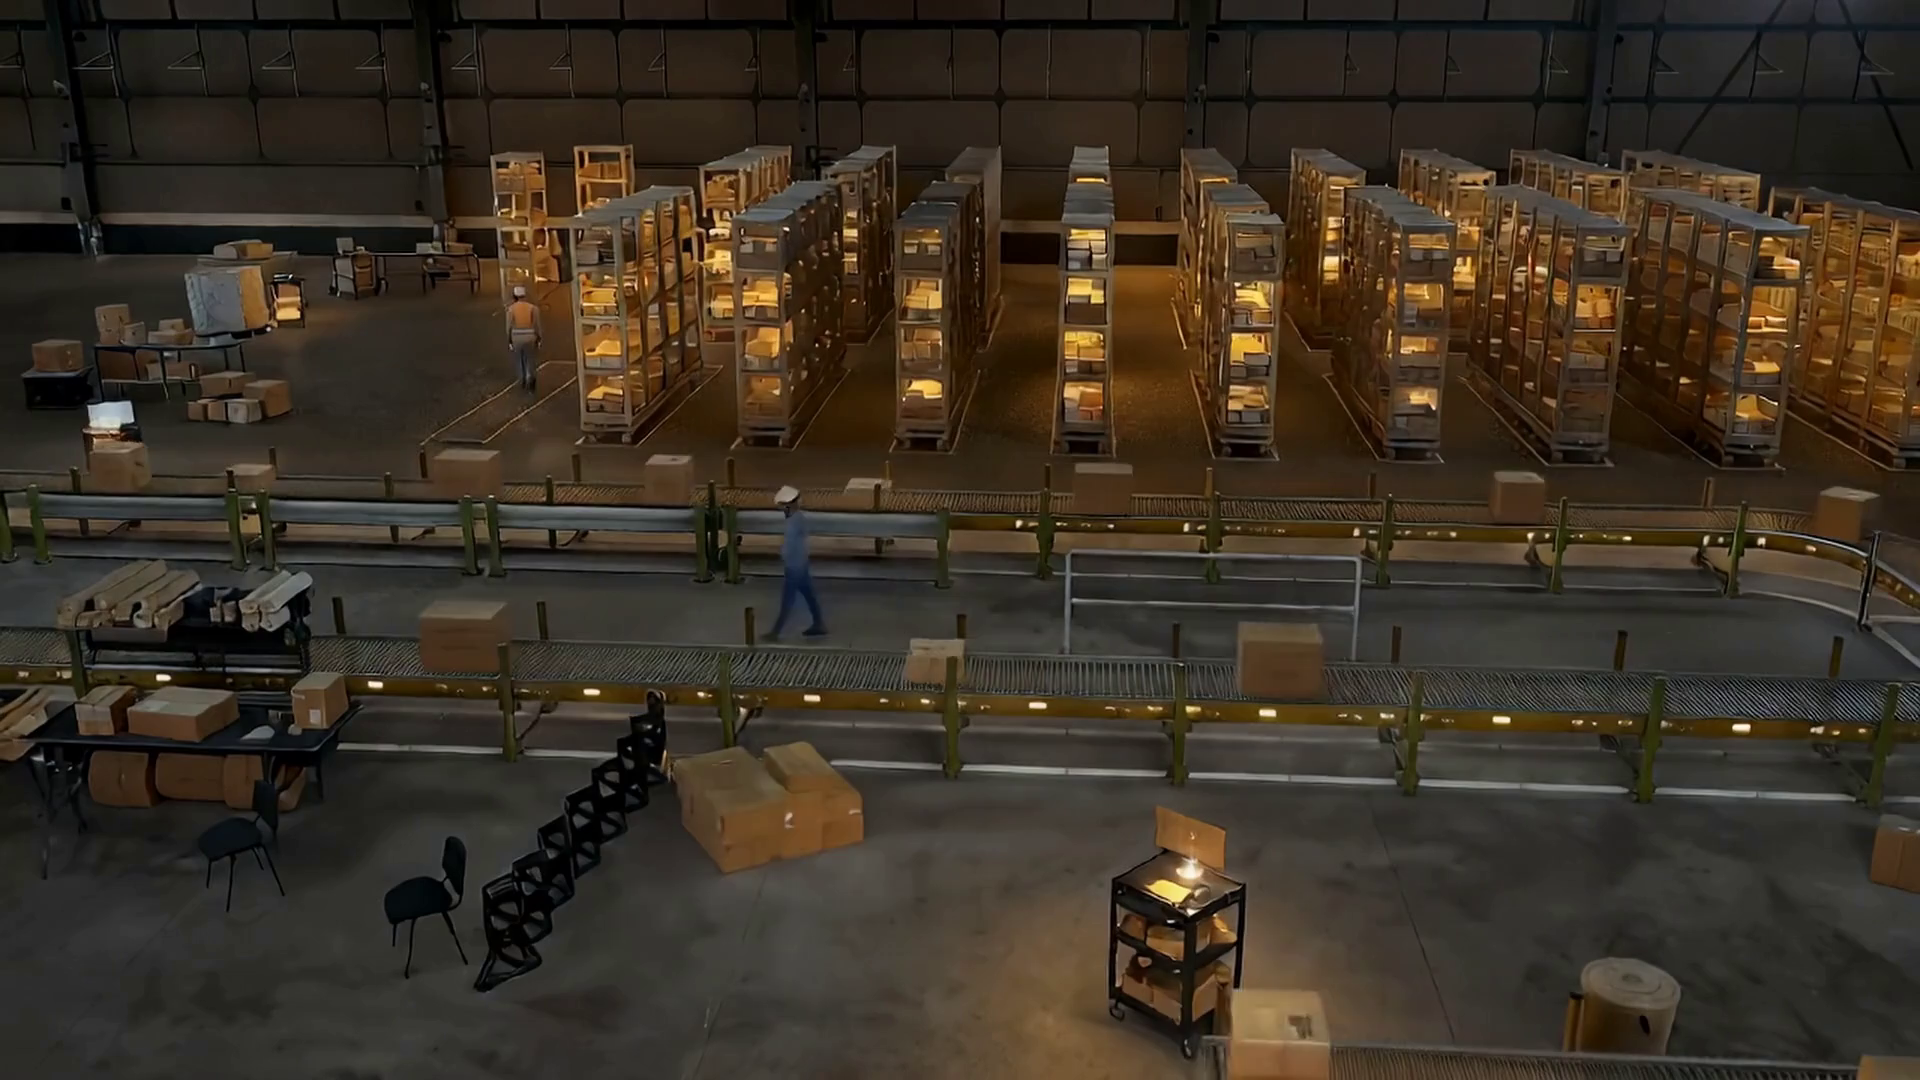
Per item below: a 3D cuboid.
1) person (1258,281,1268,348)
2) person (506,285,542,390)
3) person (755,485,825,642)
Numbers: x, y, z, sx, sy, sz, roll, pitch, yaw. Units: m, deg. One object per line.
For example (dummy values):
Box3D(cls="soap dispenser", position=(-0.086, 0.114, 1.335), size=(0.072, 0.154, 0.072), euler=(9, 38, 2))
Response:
Box3D(cls="person", position=(6.018, -4.738, 33.694), size=(0.816, 1.769, 0.604), euler=(-7, 19, -22))
Box3D(cls="person", position=(-7.831, -3.615, 29.910), size=(0.619, 1.919, 0.669), euler=(-4, 18, -11))
Box3D(cls="person", position=(-1.864, 0.251, 17.932), size=(0.849, 1.726, 0.546), euler=(-3, 18, -9))
